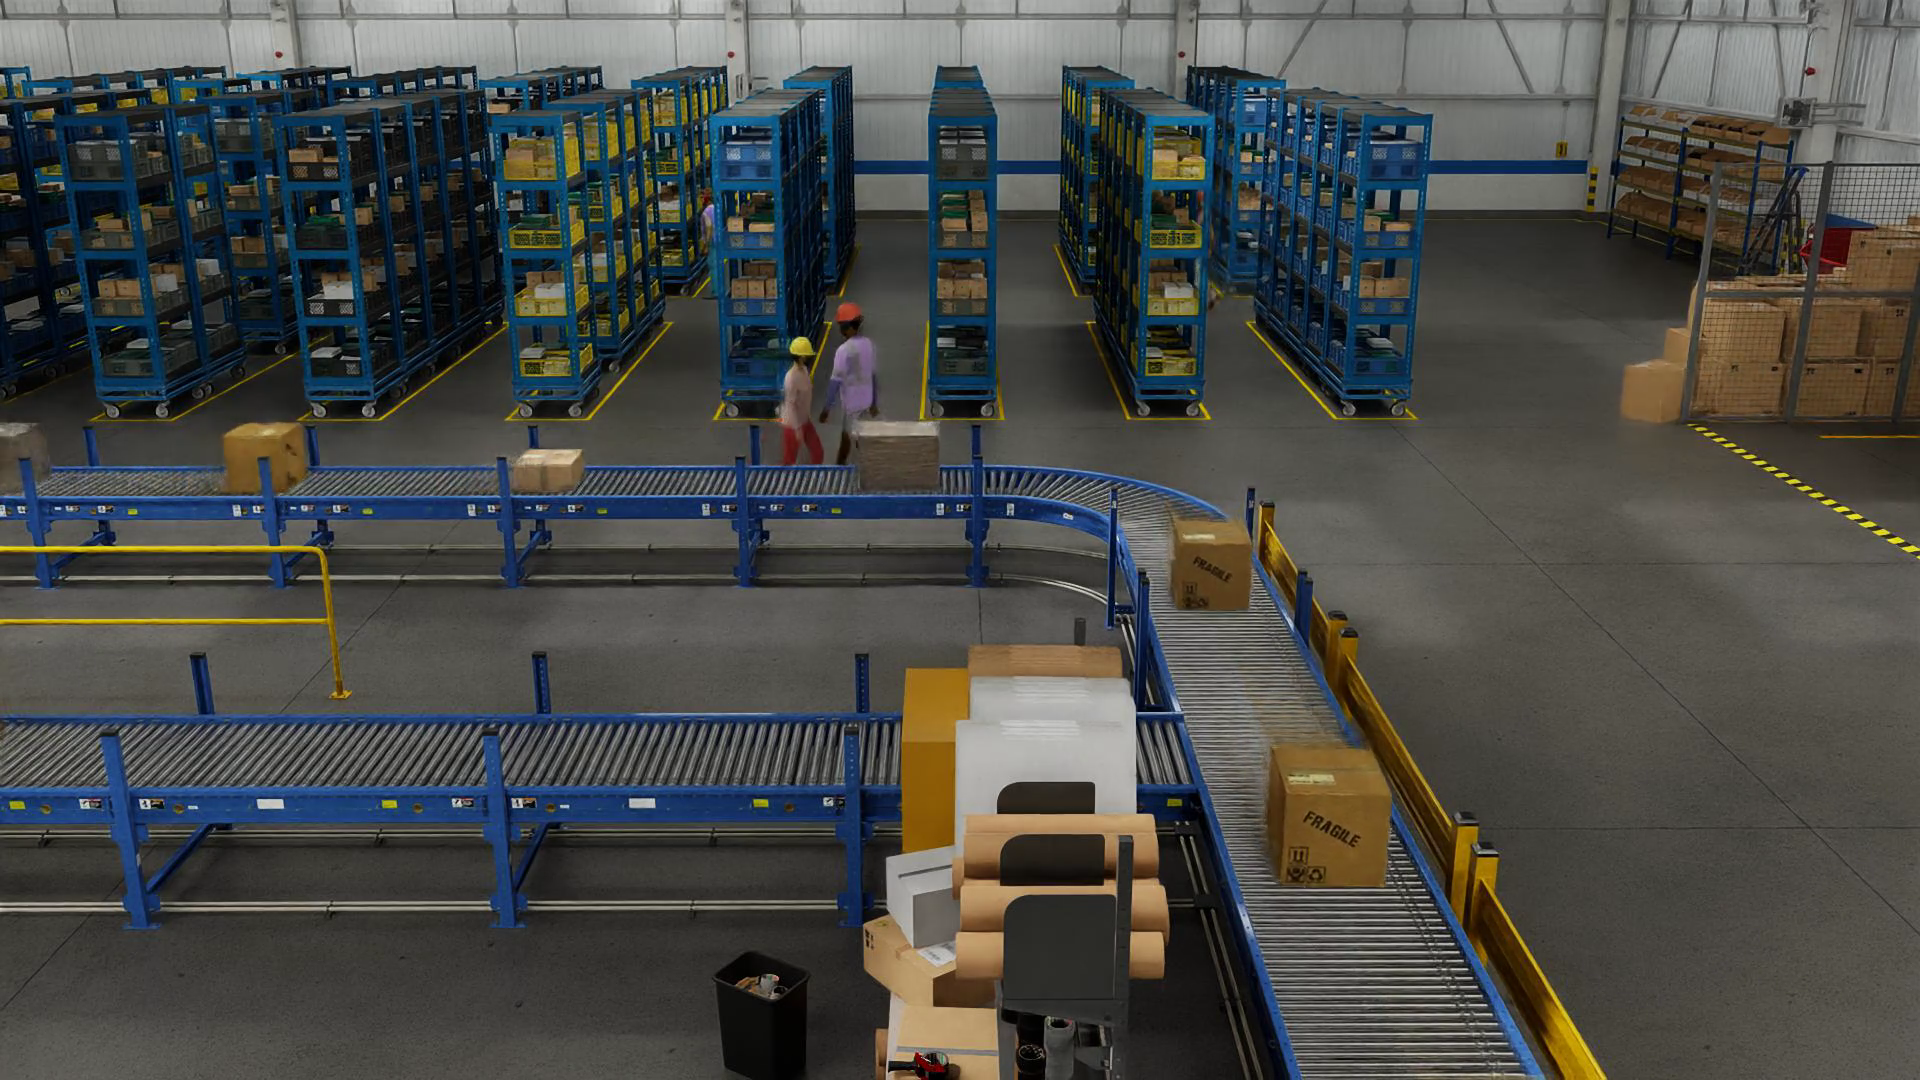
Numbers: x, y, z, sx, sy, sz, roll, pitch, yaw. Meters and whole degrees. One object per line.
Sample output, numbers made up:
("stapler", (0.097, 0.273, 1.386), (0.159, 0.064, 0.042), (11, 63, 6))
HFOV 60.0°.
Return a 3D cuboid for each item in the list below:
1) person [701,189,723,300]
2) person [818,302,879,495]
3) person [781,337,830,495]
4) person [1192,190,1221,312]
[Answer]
("person", (-4.157, -4.970, 27.959), (0.392, 1.847, 0.563), (4, 18, 11))
("person", (-1.158, -1.377, 16.663), (1.018, 1.994, 0.615), (8, 20, 23))
("person", (-1.475, -1.126, 16.275), (0.751, 1.736, 0.555), (4, 18, 13))
("person", (3.861, -4.594, 26.596), (0.501, 1.981, 0.632), (1, 18, 4))
